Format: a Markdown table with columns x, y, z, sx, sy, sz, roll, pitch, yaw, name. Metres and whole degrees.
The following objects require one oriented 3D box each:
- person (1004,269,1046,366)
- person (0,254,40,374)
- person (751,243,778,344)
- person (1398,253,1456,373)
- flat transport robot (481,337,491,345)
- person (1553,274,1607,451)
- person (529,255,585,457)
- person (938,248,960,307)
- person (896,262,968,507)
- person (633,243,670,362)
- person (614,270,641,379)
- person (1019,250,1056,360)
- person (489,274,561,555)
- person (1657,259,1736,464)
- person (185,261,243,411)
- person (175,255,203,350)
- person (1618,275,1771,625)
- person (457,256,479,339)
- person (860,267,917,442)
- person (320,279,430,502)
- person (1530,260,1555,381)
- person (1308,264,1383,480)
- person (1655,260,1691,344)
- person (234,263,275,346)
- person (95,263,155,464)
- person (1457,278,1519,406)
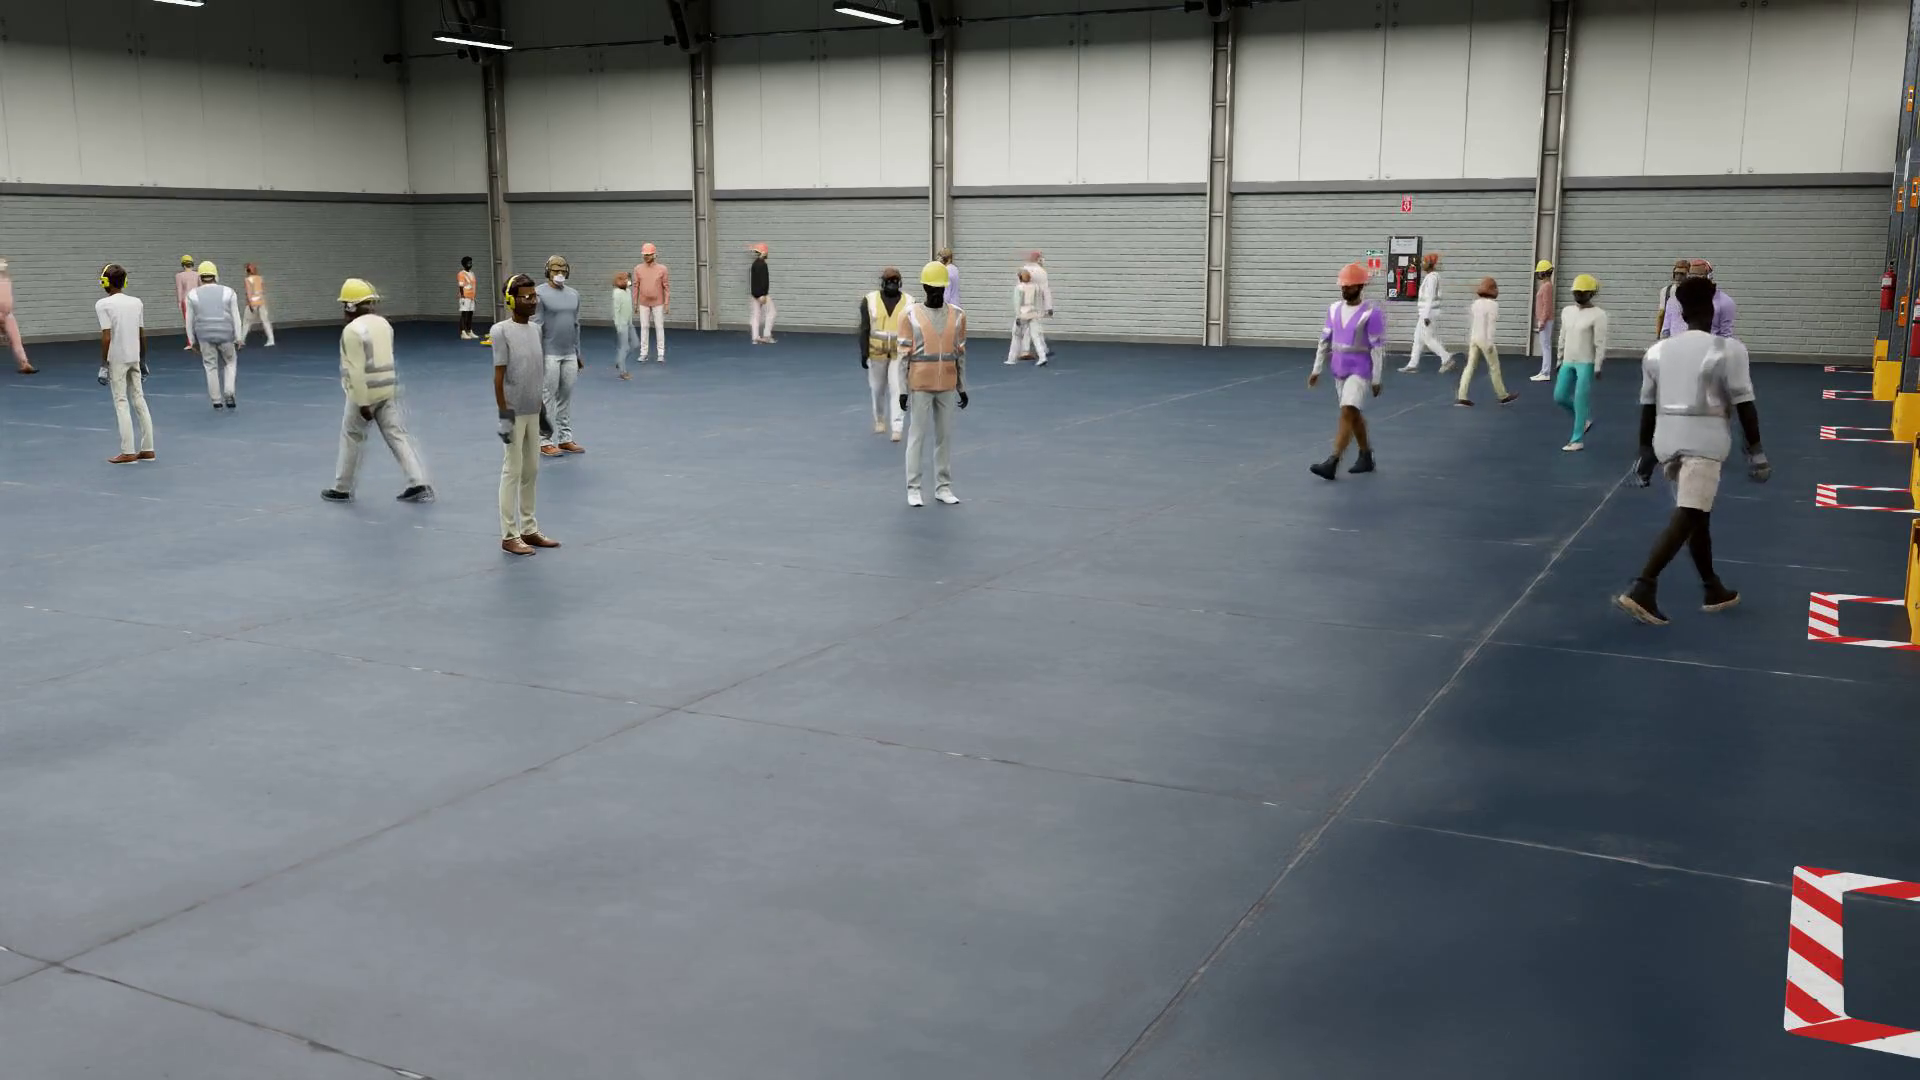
| x | y | z | sx | sy | sz | roll | pitch | yaw | name |
| --- | --- | --- | --- | --- | --- | --- | --- | --- | --- |
| 1.101 | -3.635 | 27.180 | 0.524 | 1.592 | 0.859 | -8 | 13 | -38 | person |
| -14.814 | -3.465 | 25.576 | 1.038 | 1.855 | 0.623 | 2 | 11 | 12 | person |
| -3.822 | -4.828 | 32.625 | 0.630 | 1.972 | 0.652 | -6 | 12 | -31 | person |
| 7.248 | -3.494 | 25.680 | 0.743 | 1.868 | 0.592 | 3 | 11 | 13 | person |
| -8.589 | -3.926 | 32.369 | 0.652 | 0.197 | 1.431 | 5 | 12 | 26 | flat transport robot |
| 6.162 | -1.758 | 16.486 | 0.440 | 1.752 | 0.544 | -6 | 12 | -30 | person |
| -3.905 | -1.785 | 16.153 | 0.376 | 1.936 | 0.627 | 7 | 12 | 32 | person |
| -0.200 | -3.609 | 26.099 | 0.373 | 1.937 | 0.629 | 2 | 11 | 12 | person |
| -0.204 | -1.226 | 13.132 | 0.594 | 1.922 | 0.386 | -5 | 11 | -24 | person |
| -5.213 | -4.000 | 28.069 | 0.617 | 1.993 | 0.396 | 1 | 10 | 4 | person |
| -4.935 | -3.179 | 24.617 | 0.346 | 1.617 | 0.519 | 2 | 11 | 12 | person |
| 1.392 | -4.033 | 28.594 | 0.942 | 1.861 | 0.668 | -7 | 12 | -33 | person |
| -2.933 | -0.844 | 11.197 | 0.327 | 1.874 | 0.517 | 4 | 11 | 21 | person |
| 6.758 | -1.624 | 15.358 | 0.639 | 1.908 | 0.409 | 10 | 14 | 42 | person |
| -9.086 | -2.483 | 20.274 | 0.628 | 1.814 | 0.518 | -4 | 11 | -21 | person |
| -14.339 | -4.419 | 31.001 | 0.337 | 1.760 | 0.526 | 10 | 14 | 42 | person |
| 4.036 | -0.501 | 9.231 | 0.990 | 1.911 | 0.672 | -5 | 11 | -25 | person |
| -10.137 | -4.986 | 34.256 | 0.317 | 1.696 | 0.540 | 2 | 11 | 13 | person |
| -0.744 | -1.969 | 17.506 | 0.619 | 1.816 | 0.885 | 0 | 10 | -1 | person |
| -4.682 | -1.176 | 13.247 | 0.915 | 1.794 | 0.591 | 3 | 11 | 18 | person |
| 8.551 | -3.208 | 24.382 | 0.329 | 1.765 | 0.526 | 4 | 11 | 20 | person |
| 3.419 | -1.482 | 14.664 | 1.012 | 1.883 | 0.563 | -8 | 13 | -36 | person |
| 8.442 | -2.367 | 19.580 | 0.508 | 1.845 | 0.345 | 9 | 14 | 41 | person |
| -13.594 | -4.511 | 31.960 | 0.869 | 1.592 | 0.518 | 3 | 11 | 16 | person |
| -7.841 | -1.646 | 15.576 | 0.310 | 1.868 | 0.532 | 4 | 11 | 21 | person |
| 6.587 | -2.460 | 20.763 | 0.856 | 1.581 | 0.528 | -4 | 11 | -20 | person |
